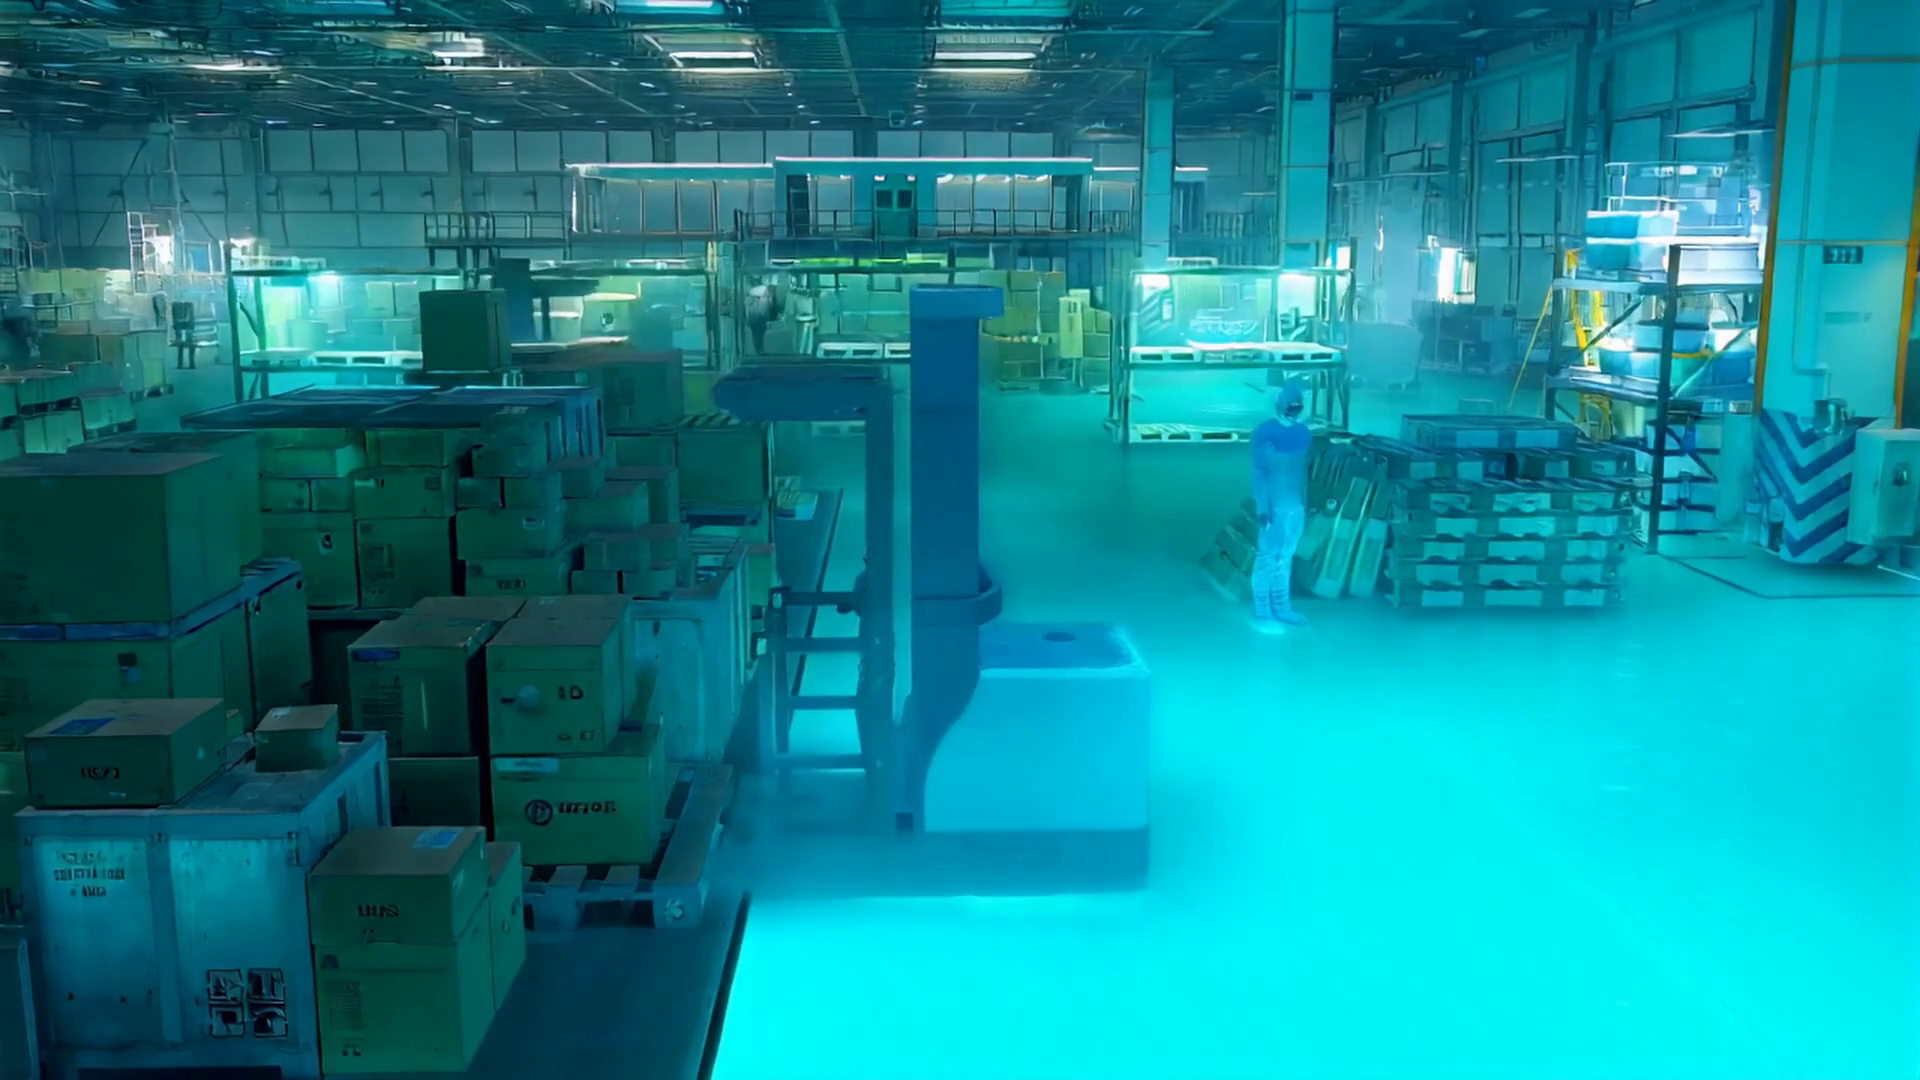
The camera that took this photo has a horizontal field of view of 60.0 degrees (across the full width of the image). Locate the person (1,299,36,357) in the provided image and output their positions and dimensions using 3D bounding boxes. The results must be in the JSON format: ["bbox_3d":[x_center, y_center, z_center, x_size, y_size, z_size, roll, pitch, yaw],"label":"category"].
[{"bbox_3d":[-18.151,-3.682,32.093,0.626,1.947,0.507,0,10,0],"label":"person"}]

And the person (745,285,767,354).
[{"bbox_3d":[-5.022,-5.292,40.802,0.649,2.000,0.762,-4,11,-22],"label":"person"}]

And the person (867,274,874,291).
[{"bbox_3d":[-3.137,-8.181,57.055,0.440,1.978,0.653,-3,11,-16],"label":"person"}]

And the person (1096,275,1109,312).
[{"bbox_3d":[4.965,-8.270,57.776,0.392,1.910,0.584,-6,12,-31],"label":"person"}]

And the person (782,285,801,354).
[{"bbox_3d":[-4.419,-5.828,44.210,0.655,1.897,0.707,7,12,33],"label":"person"}]

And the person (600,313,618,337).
[{"bbox_3d":[-5.845,-2.865,27.784,0.400,1.856,0.529,-1,10,-3],"label":"person"}]

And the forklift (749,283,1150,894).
[{"bbox_3d":[-0.057,0.174,8.009,1.873,2.768,1.129,0,10,-2],"label":"forklift"}]

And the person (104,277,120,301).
[{"bbox_3d":[-28.184,-7.803,55.276,0.595,1.861,0.988,0,10,-2],"label":"person"}]

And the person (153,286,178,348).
[{"bbox_3d":[-22.849,-6.371,47.528,0.927,1.792,0.597,0,10,1],"label":"person"}]

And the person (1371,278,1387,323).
[{"bbox_3d":[14.044,-7.876,55.787,0.647,1.827,0.596,-6,12,-30],"label":"person"}]

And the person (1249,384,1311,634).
[{"bbox_3d":[2.519,-0.251,13.010,0.630,1.938,0.372,-9,13,-41],"label":"person"}]

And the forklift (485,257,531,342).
[{"bbox_3d":[-5.704,-2.208,21.282,1.873,2.768,1.129,0,10,-2],"label":"forklift"}]

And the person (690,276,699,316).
[{"bbox_3d":[-9.128,-8.017,56.444,0.463,1.867,0.704,-8,13,-39],"label":"person"}]

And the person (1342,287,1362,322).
[{"bbox_3d":[10.333,-5.761,43.955,0.546,1.847,0.427,4,11,23],"label":"person"}]

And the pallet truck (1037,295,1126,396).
[{"bbox_3d":[2.483,-3.881,33.060,1.885,1.965,0.823,-7,13,-36],"label":"pallet truck"}]

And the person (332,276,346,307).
[{"bbox_3d":[-25.394,-10.007,68.014,0.494,1.706,0.874,-2,10,-13],"label":"person"}]

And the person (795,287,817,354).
[{"bbox_3d":[-3.916,-5.494,42.357,0.573,1.886,0.354,-5,12,-28],"label":"person"}]

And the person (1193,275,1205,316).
[{"bbox_3d":[9.275,-9.460,64.565,0.508,1.847,0.345,6,12,30],"label":"person"}]

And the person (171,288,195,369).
[{"bbox_3d":[-18.595,-5.063,39.808,0.543,1.939,0.361,-1,10,-3],"label":"person"}]
